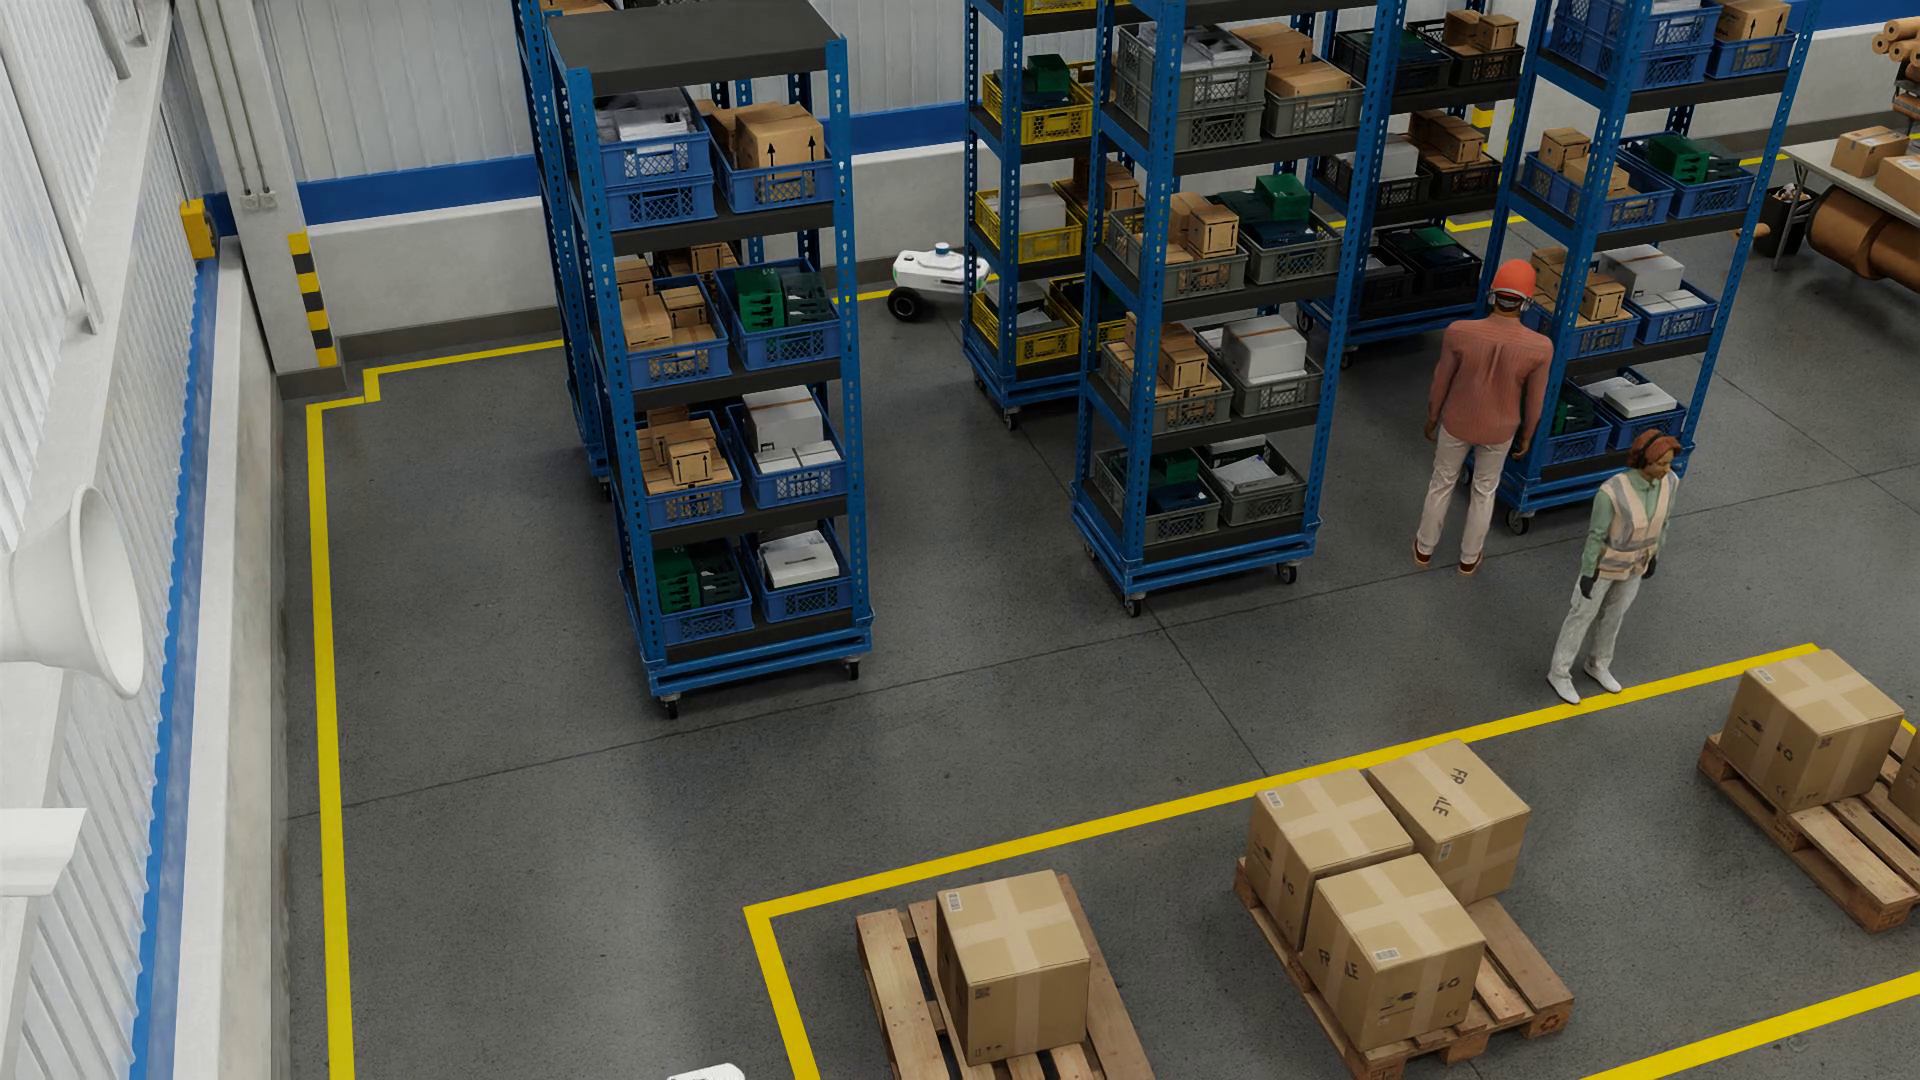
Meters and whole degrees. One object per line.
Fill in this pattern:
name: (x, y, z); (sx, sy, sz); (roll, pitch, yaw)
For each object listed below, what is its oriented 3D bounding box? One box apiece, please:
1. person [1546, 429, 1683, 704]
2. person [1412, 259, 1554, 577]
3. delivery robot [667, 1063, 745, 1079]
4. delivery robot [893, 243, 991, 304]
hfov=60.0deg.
person: (3.426, 0.131, 8.674); (0.518, 1.632, 0.313); (-14, 37, -19)
person: (2.985, -0.675, 9.522); (0.627, 1.979, 0.411); (9, 36, 13)
delivery robot: (-0.932, 2.367, 6.353); (0.477, 0.478, 0.707); (-10, 36, -14)
delivery robot: (-0.131, -2.001, 12.546); (0.707, 0.478, 0.477); (9, 36, 12)
